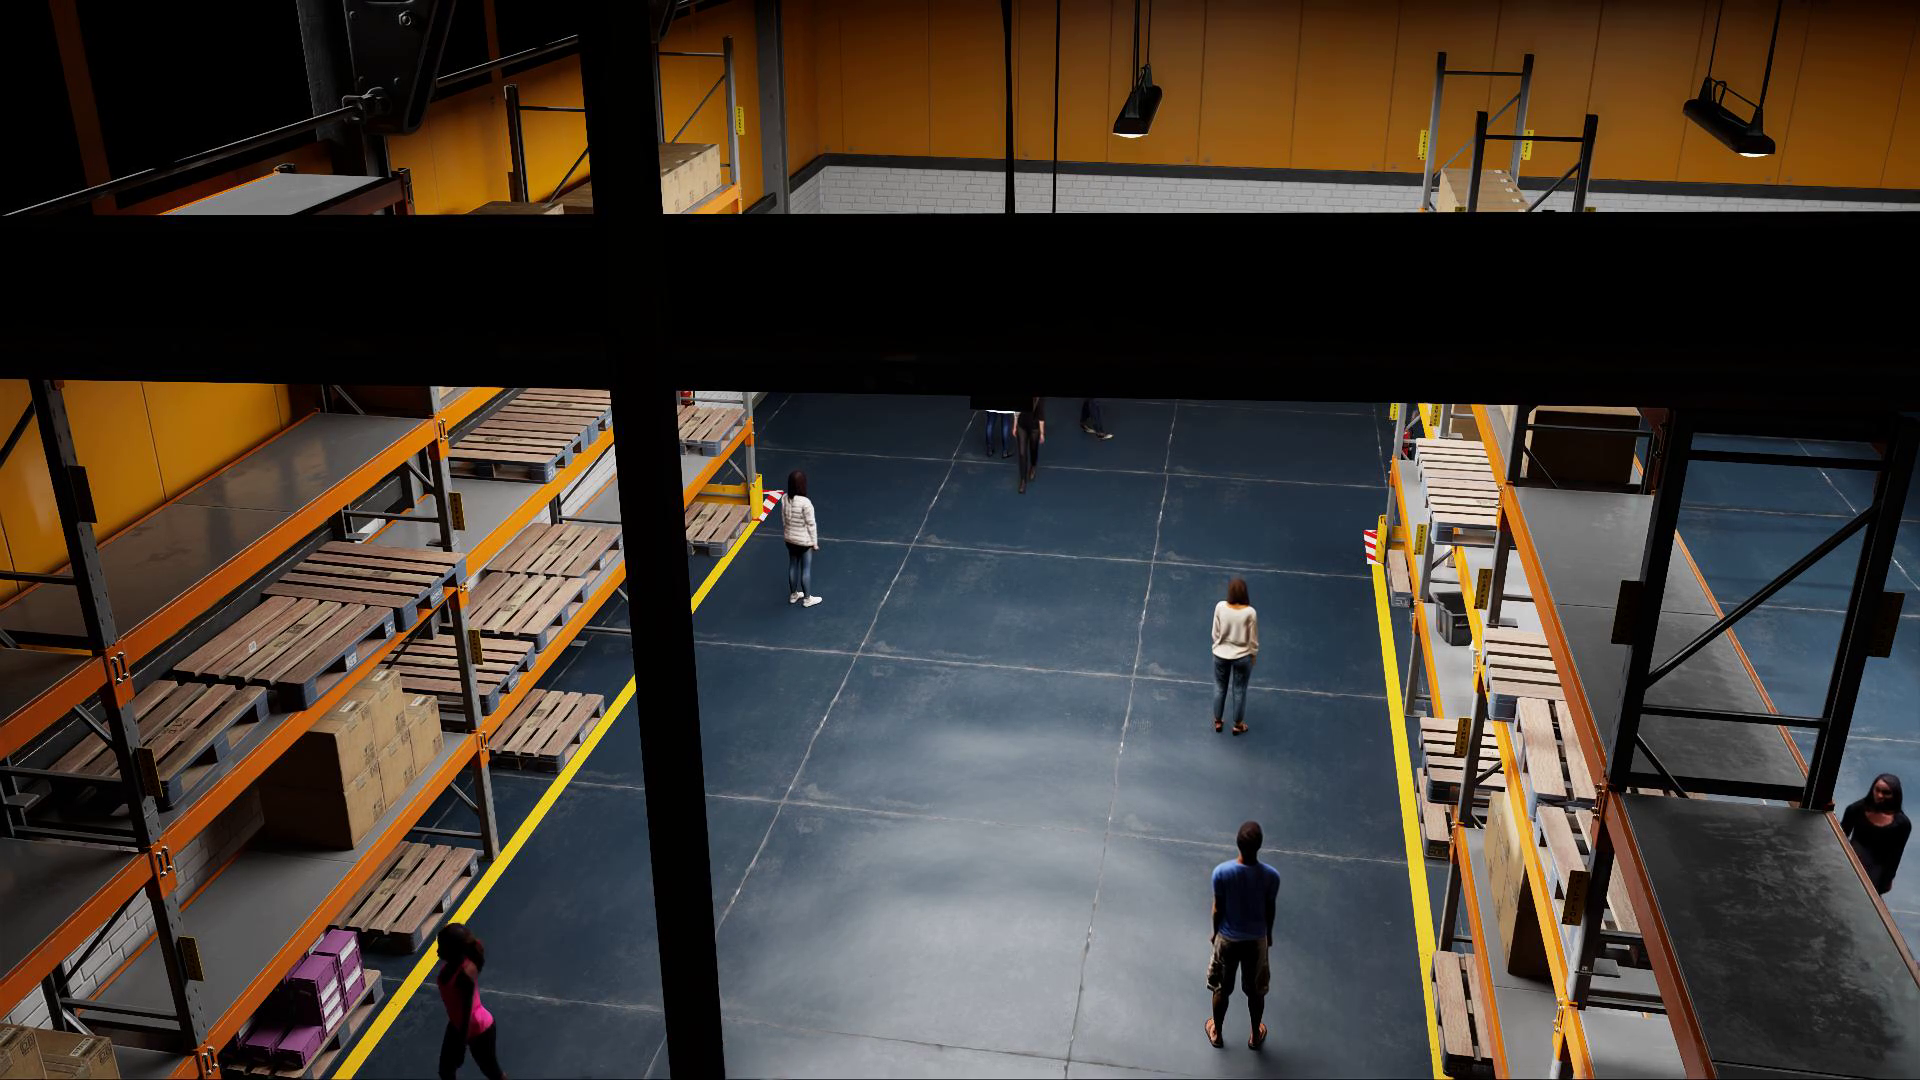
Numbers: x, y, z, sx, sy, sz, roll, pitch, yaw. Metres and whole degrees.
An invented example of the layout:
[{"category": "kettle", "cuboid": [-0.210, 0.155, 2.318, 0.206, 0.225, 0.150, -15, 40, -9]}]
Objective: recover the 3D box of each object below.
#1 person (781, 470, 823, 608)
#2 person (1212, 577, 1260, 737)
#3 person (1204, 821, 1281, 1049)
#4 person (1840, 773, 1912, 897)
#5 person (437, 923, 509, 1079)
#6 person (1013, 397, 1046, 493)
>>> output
[{"category": "person", "cuboid": [-1.828, -0.027, 18.953, 0.693, 1.638, 0.684, 15, 28, 31]}, {"category": "person", "cuboid": [2.670, 1.128, 16.255, 0.672, 1.682, 0.635, 12, 26, 25]}, {"category": "person", "cuboid": [2.048, 2.866, 12.052, 0.659, 1.864, 0.579, 2, 24, 5]}, {"category": "person", "cuboid": [7.064, 2.564, 12.977, 1.010, 1.677, 1.191, 21, 31, 39]}, {"category": "person", "cuboid": [-3.221, 3.294, 11.276, 0.956, 1.701, 0.869, -19, 30, -36]}, {"category": "person", "cuboid": [0.939, -1.508, 22.373, 0.608, 1.611, 1.047, 3, 24, 8]}]
